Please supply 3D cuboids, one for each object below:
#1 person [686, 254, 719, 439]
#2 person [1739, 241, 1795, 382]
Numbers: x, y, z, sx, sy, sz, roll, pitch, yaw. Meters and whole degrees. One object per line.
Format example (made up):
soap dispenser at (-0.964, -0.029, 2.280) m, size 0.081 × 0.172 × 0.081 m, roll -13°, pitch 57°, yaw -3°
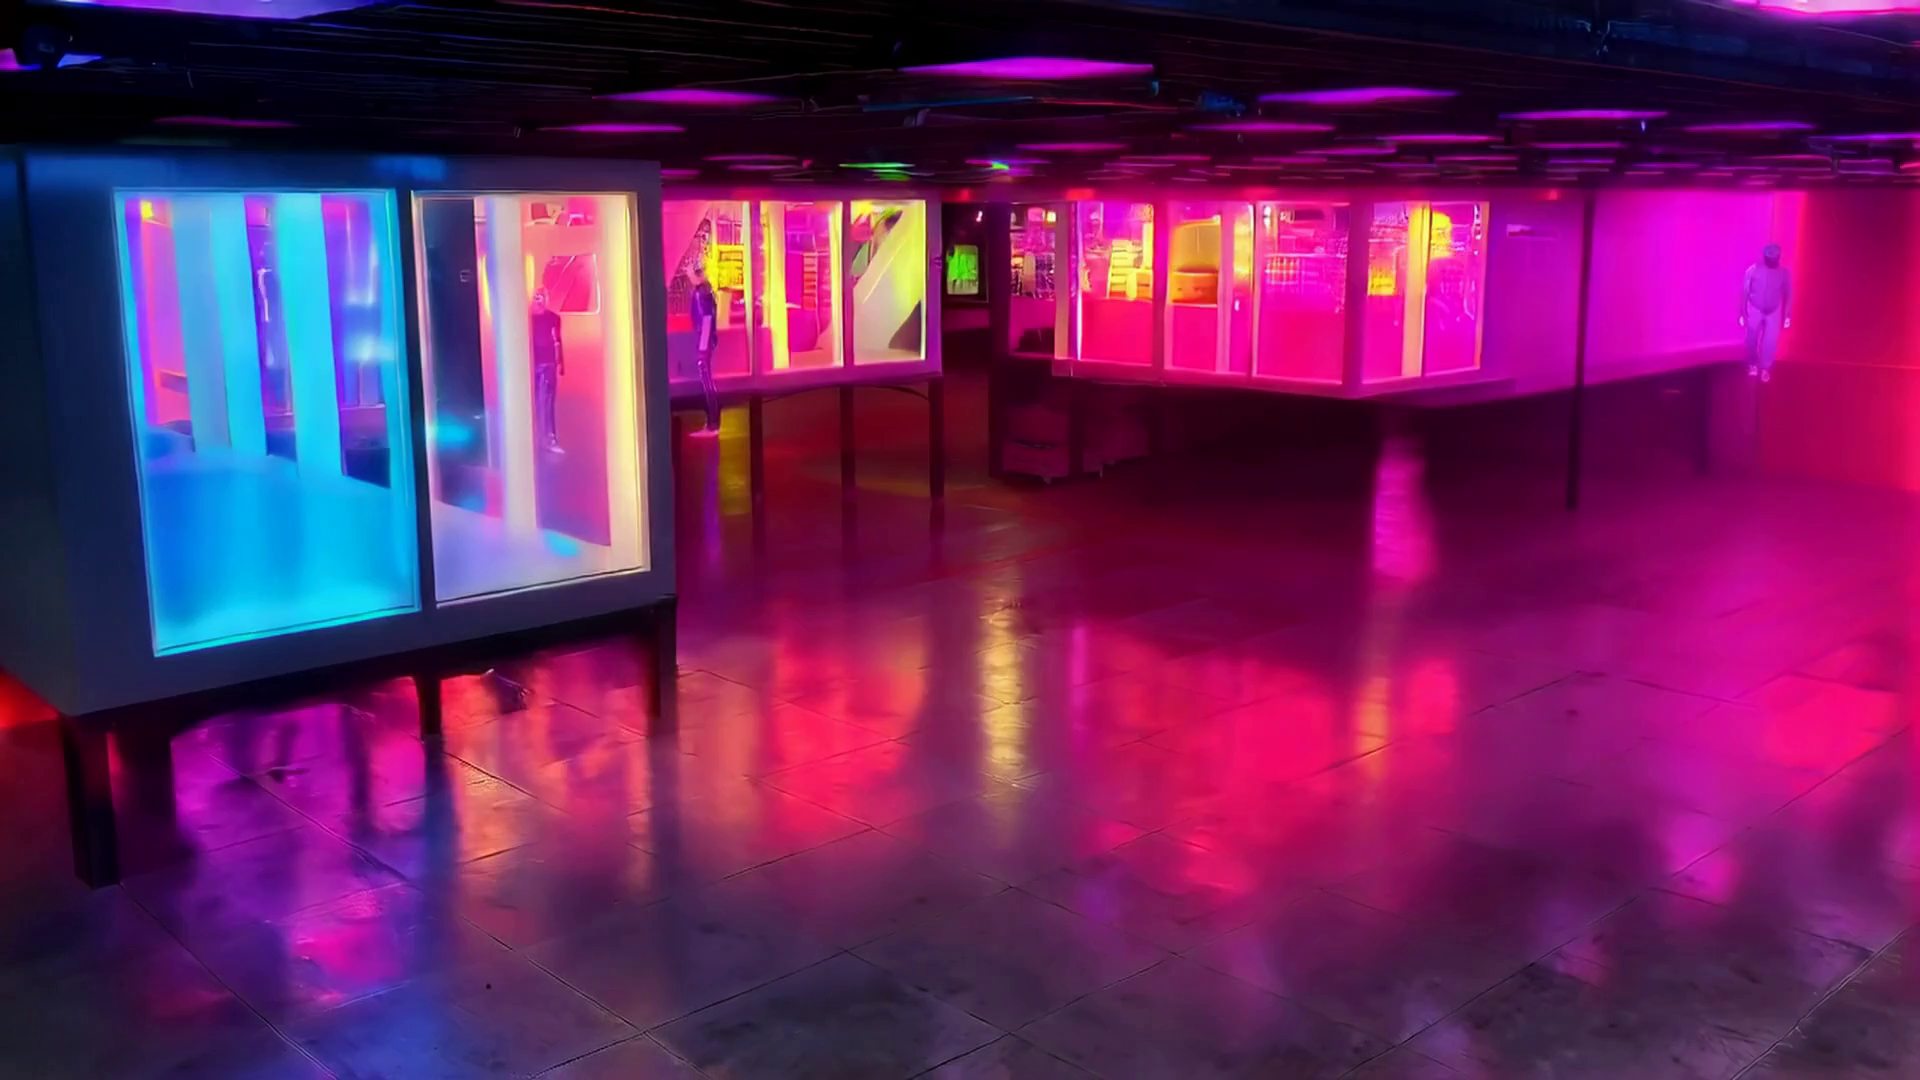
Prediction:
person at (-2.617, -1.953, 16.859) m, size 0.313 × 1.866 × 0.538 m, roll -1°, pitch 11°, yaw -5°
person at (10.941, -3.105, 22.583) m, size 0.655 × 1.888 × 0.793 m, roll 5°, pitch 12°, yaw 25°
